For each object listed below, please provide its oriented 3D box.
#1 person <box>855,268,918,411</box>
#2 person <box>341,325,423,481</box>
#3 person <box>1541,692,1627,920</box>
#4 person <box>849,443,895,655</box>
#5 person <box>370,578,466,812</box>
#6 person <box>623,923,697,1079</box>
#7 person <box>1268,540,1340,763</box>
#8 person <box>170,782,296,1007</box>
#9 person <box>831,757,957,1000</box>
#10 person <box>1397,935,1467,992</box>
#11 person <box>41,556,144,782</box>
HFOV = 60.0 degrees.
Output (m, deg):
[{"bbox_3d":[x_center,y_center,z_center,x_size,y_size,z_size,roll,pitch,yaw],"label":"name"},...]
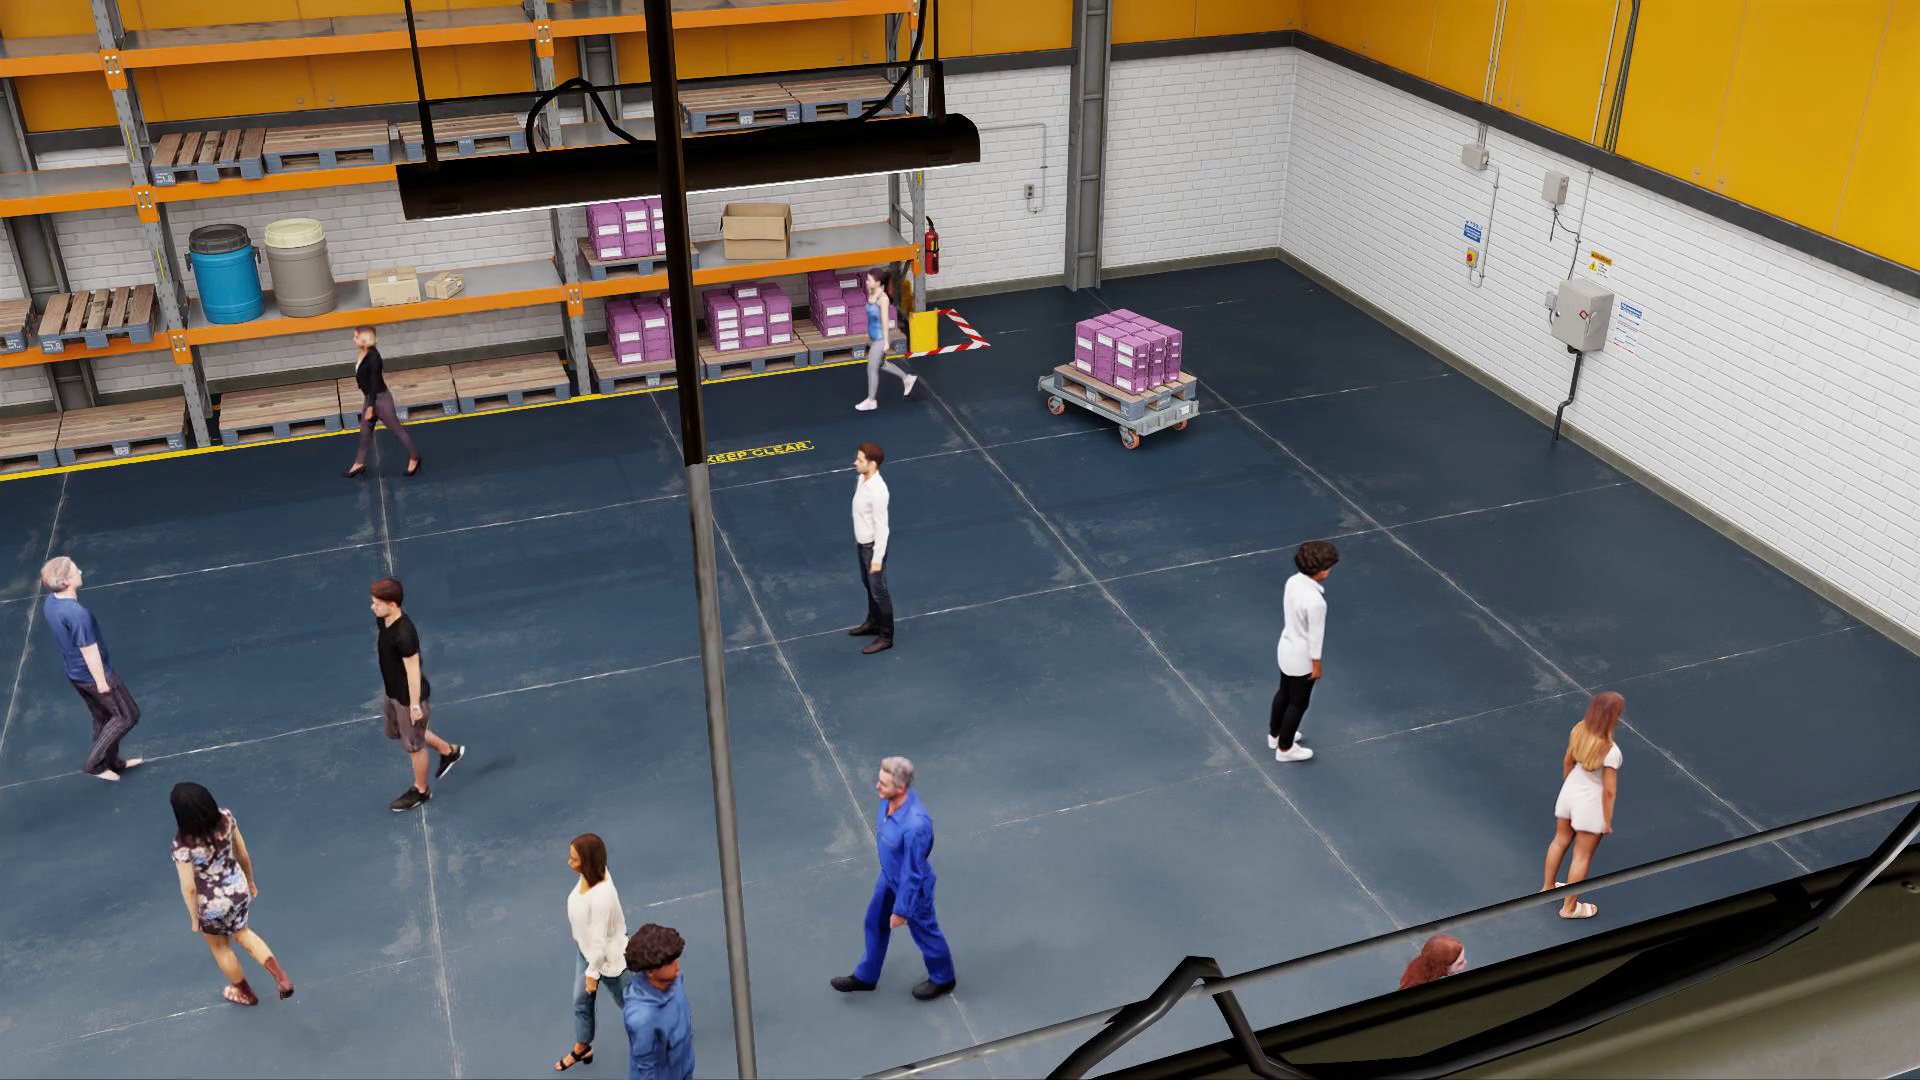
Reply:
[{"bbox_3d":[-0.815,-2.192,18.116,0.953,1.591,0.551,-10,30,-18],"label":"person"},{"bbox_3d":[-5.664,-1.348,16.522,1.069,1.635,0.768,-18,33,-30],"label":"person"},{"bbox_3d":[4.070,1.713,10.848,0.531,1.696,0.563,-11,30,-19],"label":"person"},{"bbox_3d":[-0.719,0.046,13.720,0.514,1.871,0.653,-10,30,-18],"label":"person"},{"bbox_3d":[-3.880,1.055,11.886,0.964,1.855,0.831,-20,34,-32],"label":"person"},{"bbox_3d":[-1.647,2.775,8.798,0.967,1.793,0.898,9,30,15],"label":"person"},{"bbox_3d":[2.522,0.826,12.360,0.621,1.803,0.644,-6,29,-11],"label":"person"},{"bbox_3d":[-4.369,2.188,9.952,0.926,1.719,0.871,14,31,23],"label":"person"},{"bbox_3d":[-0.236,2.058,10.106,0.986,1.799,0.787,-11,31,-20],"label":"person"},{"bbox_3d":[2.364,2.766,8.873,0.824,1.737,0.759,5,29,8],"label":"person"},{"bbox_3d":[-6.348,0.994,11.997,0.810,1.857,0.851,24,37,37],"label":"person"}]
